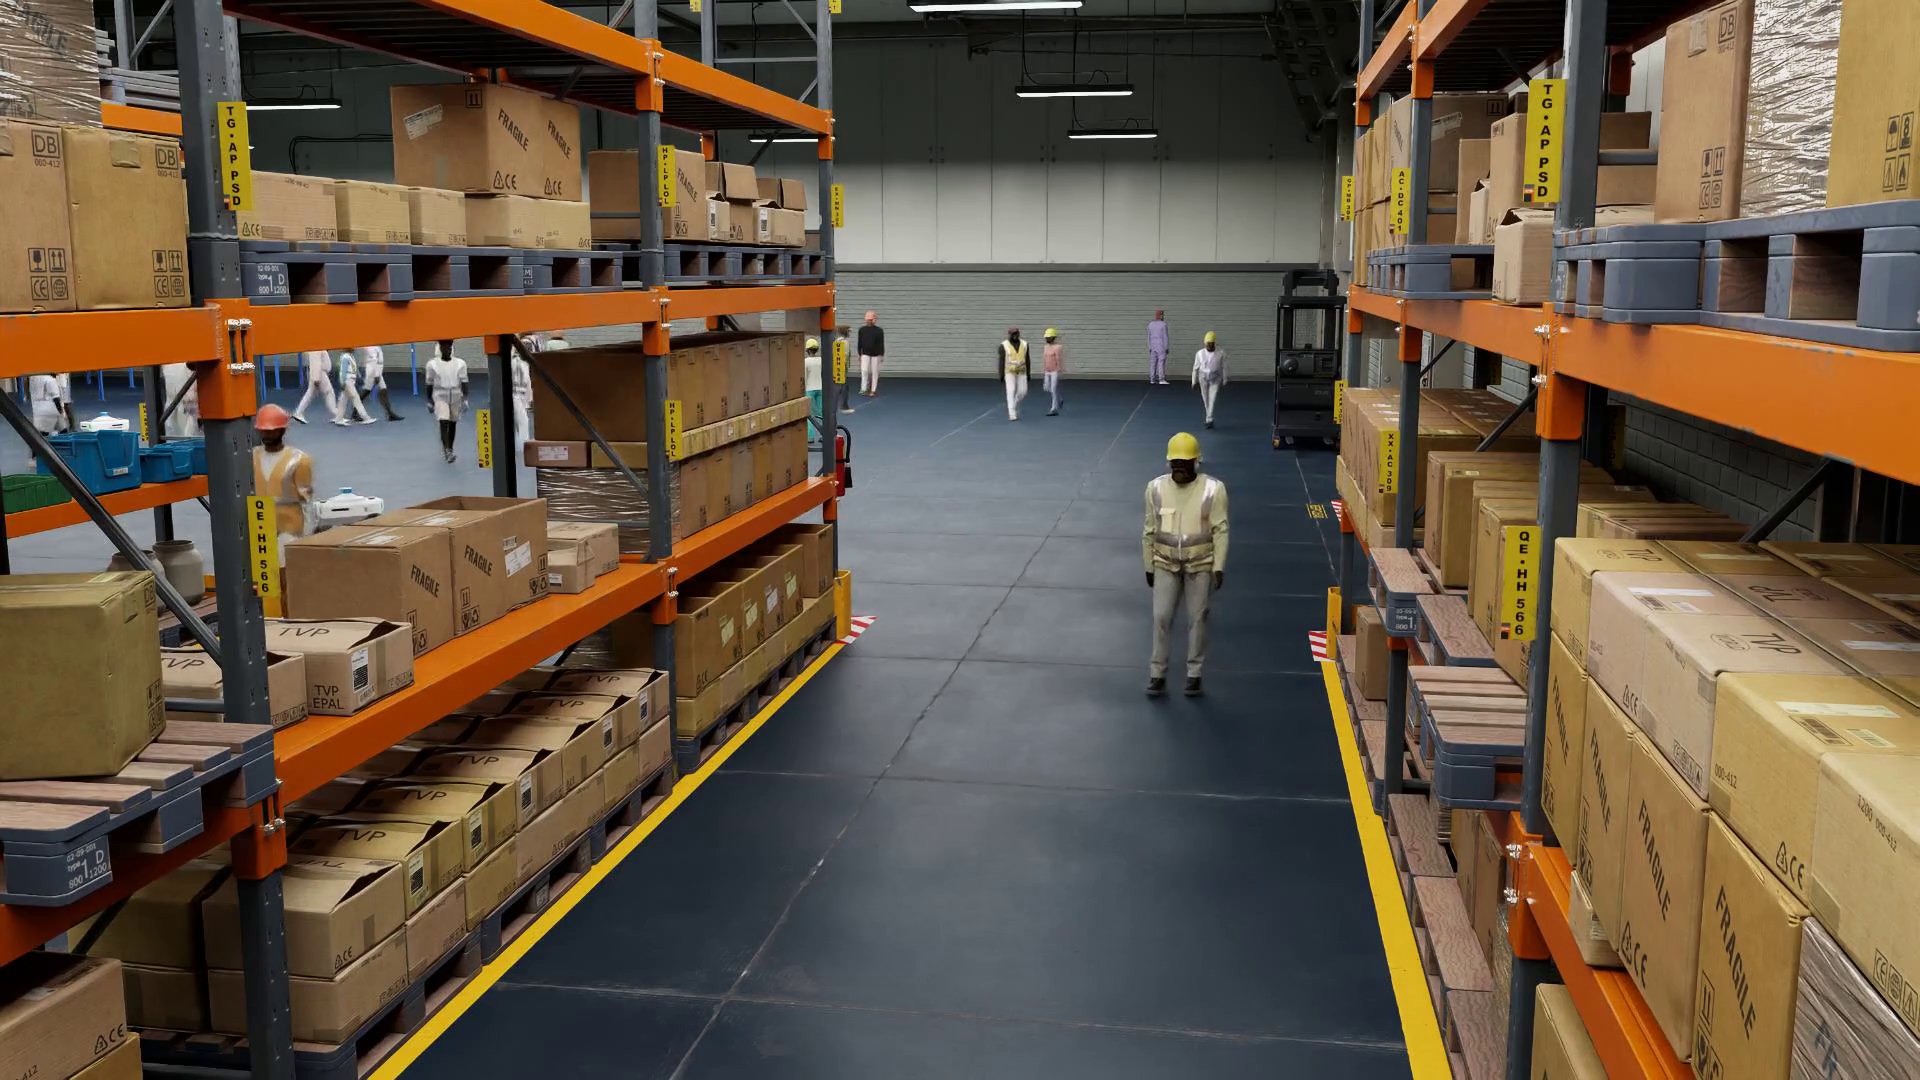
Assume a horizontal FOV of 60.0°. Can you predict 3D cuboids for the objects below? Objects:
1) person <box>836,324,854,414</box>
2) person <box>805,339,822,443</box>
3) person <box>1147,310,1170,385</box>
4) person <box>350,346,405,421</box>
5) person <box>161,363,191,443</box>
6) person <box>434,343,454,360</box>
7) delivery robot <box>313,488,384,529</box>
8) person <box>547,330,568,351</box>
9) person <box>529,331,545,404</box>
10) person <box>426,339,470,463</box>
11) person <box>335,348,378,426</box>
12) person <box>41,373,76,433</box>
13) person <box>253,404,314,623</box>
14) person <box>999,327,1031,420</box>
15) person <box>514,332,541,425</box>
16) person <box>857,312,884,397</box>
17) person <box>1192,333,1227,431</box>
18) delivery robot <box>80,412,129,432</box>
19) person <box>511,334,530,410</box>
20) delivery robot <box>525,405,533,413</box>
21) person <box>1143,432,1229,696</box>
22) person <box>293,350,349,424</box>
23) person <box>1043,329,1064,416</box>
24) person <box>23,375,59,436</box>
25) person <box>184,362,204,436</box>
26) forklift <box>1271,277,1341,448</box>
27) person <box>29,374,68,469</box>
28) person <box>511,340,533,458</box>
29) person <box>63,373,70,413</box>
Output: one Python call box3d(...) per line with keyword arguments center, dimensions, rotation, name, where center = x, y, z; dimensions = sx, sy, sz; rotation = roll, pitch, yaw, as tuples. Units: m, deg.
box3d(center=(-2.389, -3.487, 33.960), dimensions=(0.442, 1.834, 0.541), rotation=(-4, 10, -25), name="person")
box3d(center=(-2.505, -2.530, 28.268), dimensions=(0.533, 1.767, 0.326), rotation=(-7, 12, -38), name="person")
box3d(center=(5.128, -4.947, 42.739), dimensions=(0.406, 1.909, 0.636), rotation=(-8, 12, -41), name="person")
box3d(center=(-11.436, -3.238, 32.397), dimensions=(1.017, 1.862, 0.627), rotation=(-1, 9, -4), name="person")
box3d(center=(-12.091, -2.128, 25.570), dimensions=(0.560, 1.834, 0.706), rotation=(1, 9, 4), name="person")
box3d(center=(-10.528, -3.545, 33.959), dimensions=(0.380, 1.950, 0.605), rotation=(-5, 10, -26), name="person")
box3d(center=(-6.730, -0.333, 18.286), dimensions=(0.707, 0.478, 0.477), rotation=(-6, 11, -34), name="delivery robot")
box3d(center=(-9.062, -3.953, 37.492), dimensions=(0.519, 1.617, 0.418), rotation=(-7, 11, -36), name="person")
box3d(center=(-9.448, -3.965, 36.664), dimensions=(0.654, 1.910, 0.528), rotation=(3, 10, 15), name="person")
box3d(center=(-7.731, -2.114, 25.213), dimensions=(0.612, 1.912, 1.010), rotation=(-5, 11, -30), name="person")
box3d(center=(-11.425, -2.945, 31.341), dimensions=(0.835, 1.595, 0.527), rotation=(-2, 9, -13), name="person")
box3d(center=(-15.776, -2.682, 28.825), dimensions=(0.561, 1.890, 0.965), rotation=(2, 9, 14), name="person")
box3d(center=(-5.260, -0.114, 12.908), dimensions=(0.560, 1.919, 0.723), rotation=(1, 9, 8), name="person")
box3d(center=(1.075, -3.284, 32.727), dimensions=(0.648, 1.827, 0.464), rotation=(-3, 10, -19), name="person")
box3d(center=(-8.217, -3.142, 31.329), dimensions=(0.981, 2.000, 0.701), rotation=(3, 10, 16), name="person")
box3d(center=(-2.095, -4.288, 38.488), dimensions=(0.647, 1.960, 0.905), rotation=(1, 9, 8), name="person")
box3d(center=(4.591, -2.924, 30.662), dimensions=(0.616, 1.779, 0.951), rotation=(4, 10, 23), name="person")
box3d(center=(-14.380, -1.905, 27.979), dimensions=(0.477, 0.478, 0.707), rotation=(7, 11, 36), name="delivery robot")
box3d(center=(-9.216, -3.511, 34.841), dimensions=(0.542, 1.589, 0.860), rotation=(2, 10, 15), name="person")
box3d(center=(-7.909, -2.501, 30.854), dimensions=(0.335, 0.223, 0.698), rotation=(-4, 10, -22), name="delivery robot")
box3d(center=(1.545, 0.163, 11.462), dimensions=(0.610, 1.822, 0.442), rotation=(3, 10, 17), name="person")
box3d(center=(-12.318, -3.152, 31.834), dimensions=(0.983, 1.860, 0.635), rotation=(-5, 10, -27), name="person")
box3d(center=(1.911, -3.408, 33.715), dimensions=(0.531, 1.753, 0.539), rotation=(-6, 11, -34), name="person")
box3d(center=(-14.933, -2.380, 27.024), dimensions=(0.533, 1.868, 0.310), rotation=(-6, 11, -33), name="person")
box3d(center=(-10.771, -1.754, 23.363), dimensions=(0.659, 1.798, 0.919), rotation=(9, 13, 43), name="person")
box3d(center=(5.847, -3.016, 27.970), dimensions=(1.129, 2.768, 1.873), rotation=(1, 9, 9), name="forklift")
box3d(center=(-13.403, -1.882, 24.624), dimensions=(0.857, 1.647, 0.547), rotation=(-5, 10, -27), name="person")
box3d(center=(-6.917, -2.204, 26.044), dimensions=(0.906, 1.826, 0.575), rotation=(0, 9, -3), name="person")
box3d(center=(-17.228, -3.151, 31.503), dimensions=(0.643, 1.953, 0.926), rotation=(-4, 10, -25), name="person")
